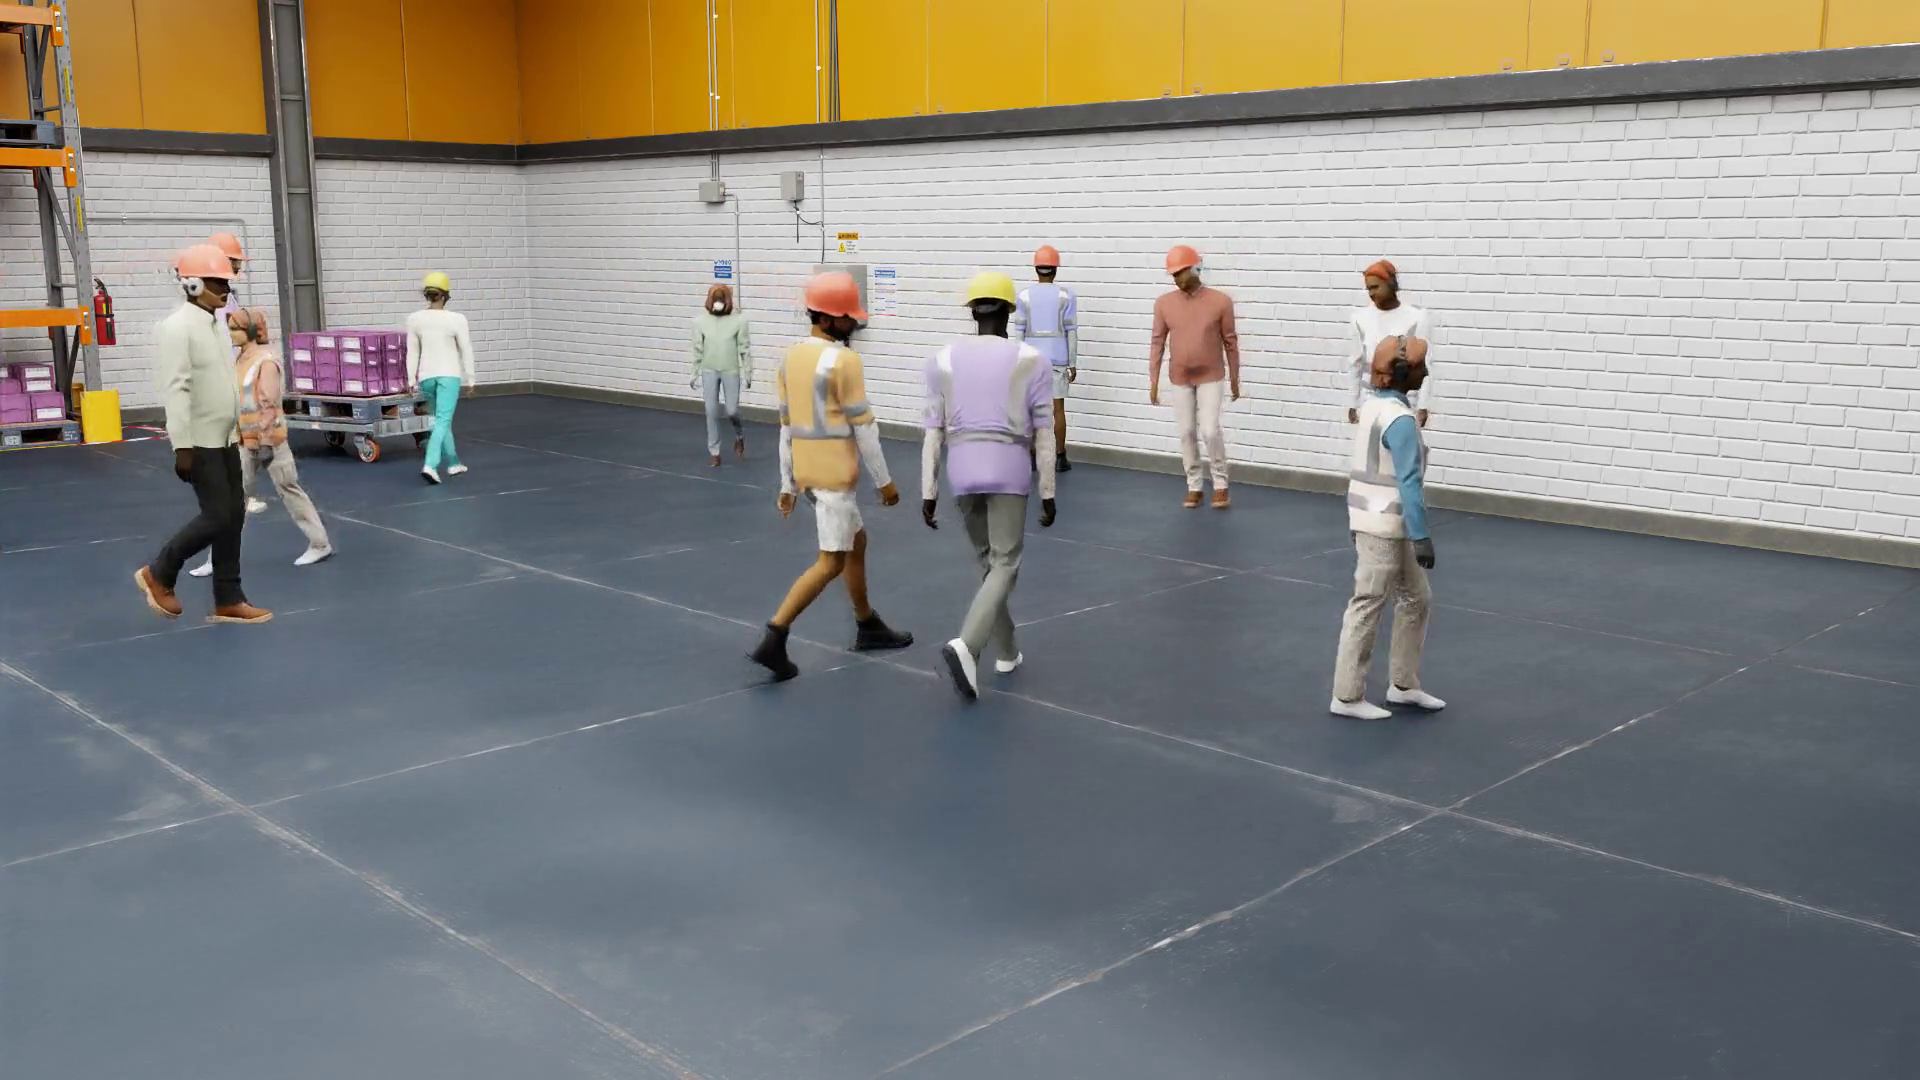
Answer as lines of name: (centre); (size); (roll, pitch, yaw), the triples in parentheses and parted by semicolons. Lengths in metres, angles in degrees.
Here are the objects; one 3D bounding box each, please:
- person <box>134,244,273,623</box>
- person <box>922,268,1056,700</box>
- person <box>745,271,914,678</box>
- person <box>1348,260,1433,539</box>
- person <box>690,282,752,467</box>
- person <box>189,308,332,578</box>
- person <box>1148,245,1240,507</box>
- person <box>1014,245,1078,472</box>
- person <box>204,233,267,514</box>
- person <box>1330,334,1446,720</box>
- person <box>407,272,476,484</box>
person: (-3.917, -0.521, 8.556); (0.548, 1.978, 0.628); (0, 10, 1)
person: (0.113, -0.261, 7.412); (0.601, 1.885, 0.854); (3, 11, 17)
person: (-0.622, -0.314, 7.747); (0.984, 1.863, 0.535); (-7, 12, -33)
person: (2.845, -0.917, 11.049); (0.628, 1.855, 0.617); (7, 12, 33)
person: (-2.091, -1.456, 14.642); (0.523, 1.618, 0.421); (1, 10, 3)
person: (-4.216, -0.596, 10.011); (0.529, 1.595, 0.847); (9, 14, 40)
person: (1.718, -1.192, 12.284); (0.641, 1.947, 0.572); (4, 11, 22)
person: (0.737, -1.543, 14.239); (0.545, 1.938, 0.356); (1, 10, 8)
person: (-5.347, -1.209, 12.148); (0.394, 2.038, 0.605); (-6, 12, -30)
person: (1.846, -0.035, 6.870); (0.632, 1.613, 0.534); (1, 10, 5)
person: (-4.296, -1.341, 13.704); (0.541, 1.728, 0.895); (2, 11, 9)
